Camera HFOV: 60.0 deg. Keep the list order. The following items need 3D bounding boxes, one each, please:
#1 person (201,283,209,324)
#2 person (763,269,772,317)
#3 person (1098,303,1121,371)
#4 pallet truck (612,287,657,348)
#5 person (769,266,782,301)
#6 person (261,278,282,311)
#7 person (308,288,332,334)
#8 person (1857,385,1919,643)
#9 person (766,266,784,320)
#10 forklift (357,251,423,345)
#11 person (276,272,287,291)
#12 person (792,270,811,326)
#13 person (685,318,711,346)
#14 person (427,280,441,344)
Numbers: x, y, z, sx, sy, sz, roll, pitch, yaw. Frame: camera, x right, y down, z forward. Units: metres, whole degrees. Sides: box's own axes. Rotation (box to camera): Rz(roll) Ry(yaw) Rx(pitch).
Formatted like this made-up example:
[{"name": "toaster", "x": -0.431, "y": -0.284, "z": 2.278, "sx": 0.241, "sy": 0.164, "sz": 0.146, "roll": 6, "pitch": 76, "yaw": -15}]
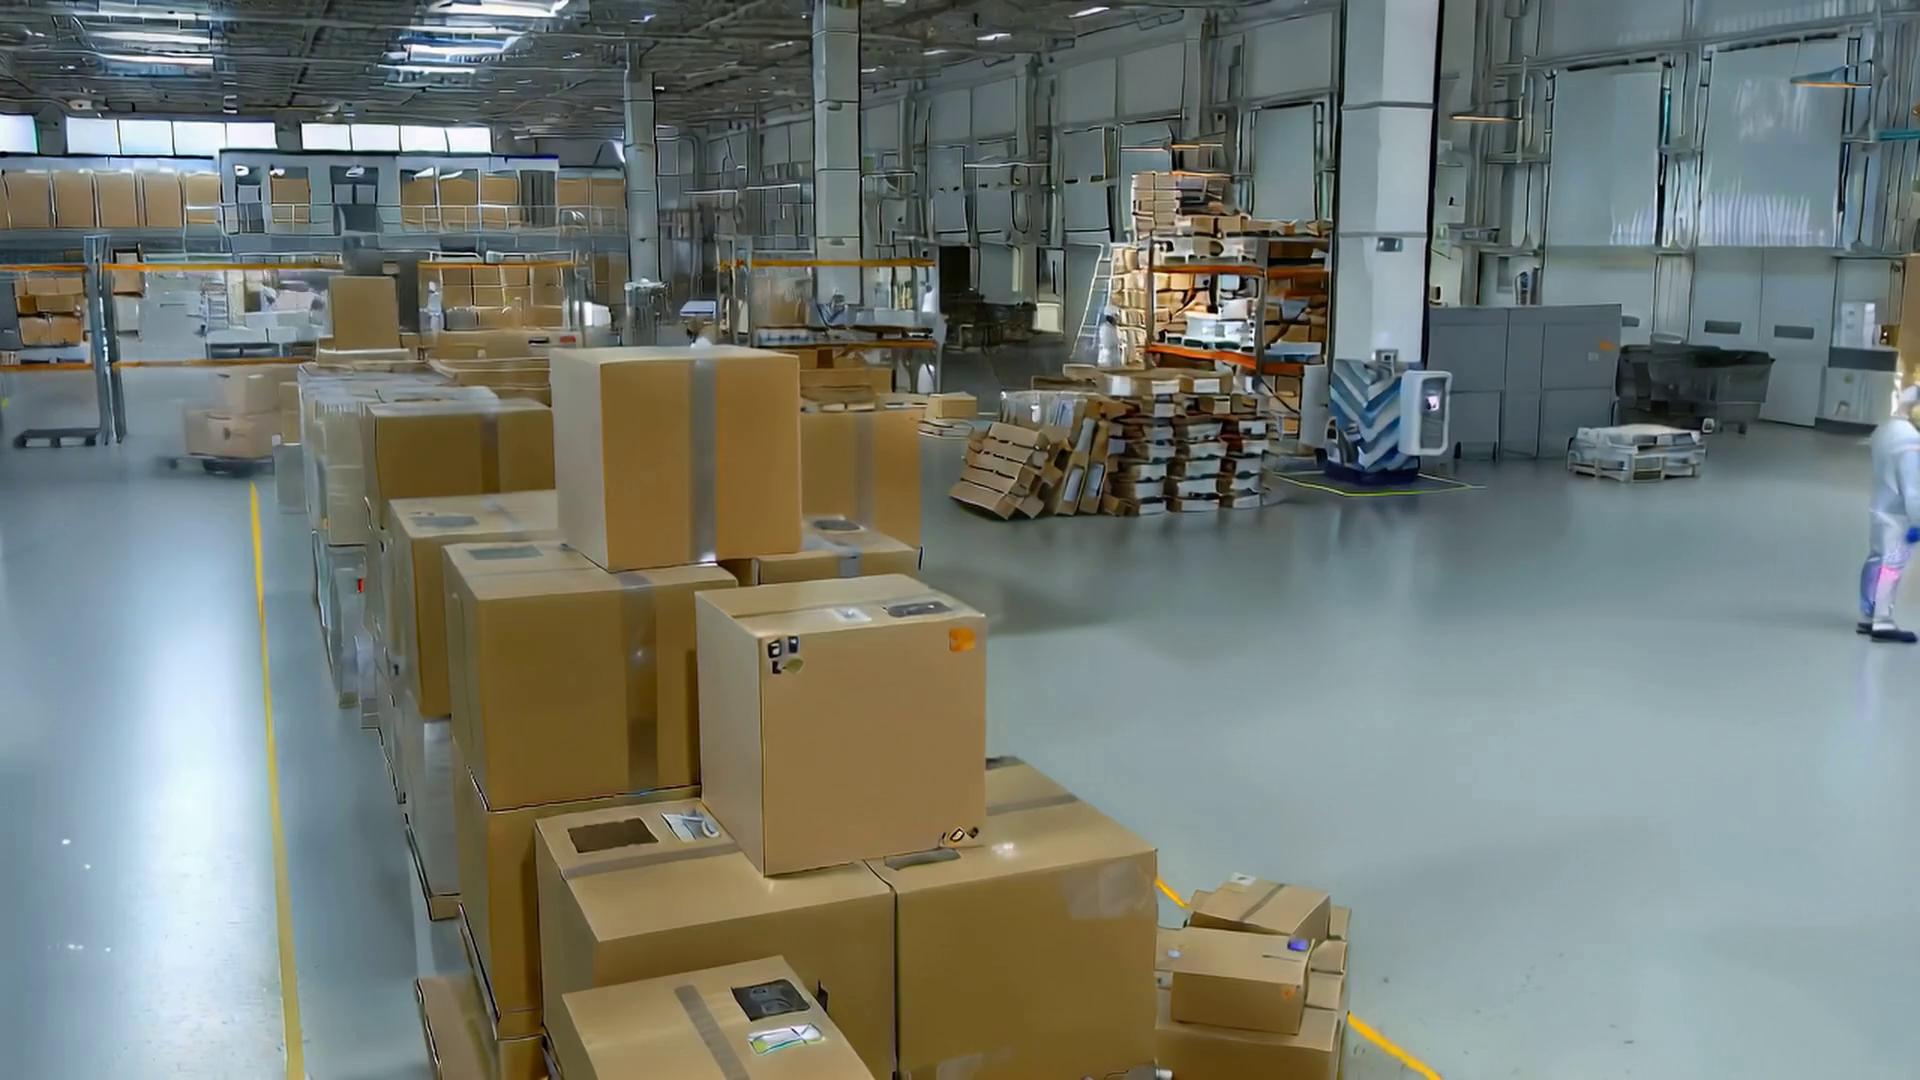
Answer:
[{"name": "person", "x": -21.039, "y": -6.289, "z": 45.976, "sx": 0.576, "sy": 1.921, "sz": 0.417, "roll": -9, "pitch": 14, "yaw": -42}, {"name": "person", "x": -7.389, "y": -9.505, "z": 63.887, "sx": 0.324, "sy": 1.862, "sz": 0.519, "roll": -3, "pitch": 11, "yaw": -17}, {"name": "person", "x": 2.498, "y": -2.982, "z": 27.739, "sx": 0.361, "sy": 1.930, "sz": 0.587, "roll": 3, "pitch": 11, "yaw": 18}, {"name": "pallet truck", "x": -6.464, "y": -4.406, "z": 35.401, "sx": 0.823, "sy": 1.965, "sz": 1.885, "roll": 6, "pitch": 12, "yaw": 32}, {"name": "person", "x": -8.060, "y": -11.011, "z": 72.282, "sx": 0.630, "sy": 1.828, "sz": 0.435, "roll": -8, "pitch": 13, "yaw": -37}, {"name": "person", "x": -20.492, "y": -6.853, "z": 49.322, "sx": 0.911, "sy": 1.856, "sz": 0.590, "roll": 3, "pitch": 11, "yaw": 16}, {"name": "person", "x": -15.266, "y": -5.240, "z": 39.882, "sx": 0.737, "sy": 2.000, "sz": 0.681, "roll": 3, "pitch": 11, "yaw": 16}, {"name": "person", "x": 6.969, "y": -0.189, "z": 12.371, "sx": 0.383, "sy": 1.928, "sz": 0.635, "roll": 0, "pitch": 10, "yaw": 3}, {"name": "person", "x": -6.921, "y": -9.140, "z": 61.607, "sx": 0.863, "sy": 1.961, "sz": 0.643, "roll": -4, "pitch": 11, "yaw": -19}, {"name": "forklift", "x": -7.708, "y": -2.545, "z": 22.710, "sx": 1.129, "sy": 2.768, "sz": 1.873, "roll": 6, "pitch": 12, "yaw": 32}, {"name": "person", "x": -22.201, "y": -7.811, "z": 54.401, "sx": 0.391, "sy": 1.914, "sz": 0.587, "roll": 0, "pitch": 10, "yaw": 3}, {"name": "person", "x": -5.505, "y": -8.297, "z": 57.086, "sx": 0.648, "sy": 1.903, "sz": 0.967, "roll": 9, "pitch": 13, "yaw": 40}, {"name": "person", "x": -3.505, "y": -2.021, "z": 22.419, "sx": 0.356, "sy": 1.938, "sz": 0.633, "roll": -6, "pitch": 12, "yaw": -31}, {"name": "person", "x": -14.079, "y": -6.002, "z": 44.509, "sx": 0.340, "sy": 1.882, "sz": 0.585, "roll": -8, "pitch": 13, "yaw": -37}]
